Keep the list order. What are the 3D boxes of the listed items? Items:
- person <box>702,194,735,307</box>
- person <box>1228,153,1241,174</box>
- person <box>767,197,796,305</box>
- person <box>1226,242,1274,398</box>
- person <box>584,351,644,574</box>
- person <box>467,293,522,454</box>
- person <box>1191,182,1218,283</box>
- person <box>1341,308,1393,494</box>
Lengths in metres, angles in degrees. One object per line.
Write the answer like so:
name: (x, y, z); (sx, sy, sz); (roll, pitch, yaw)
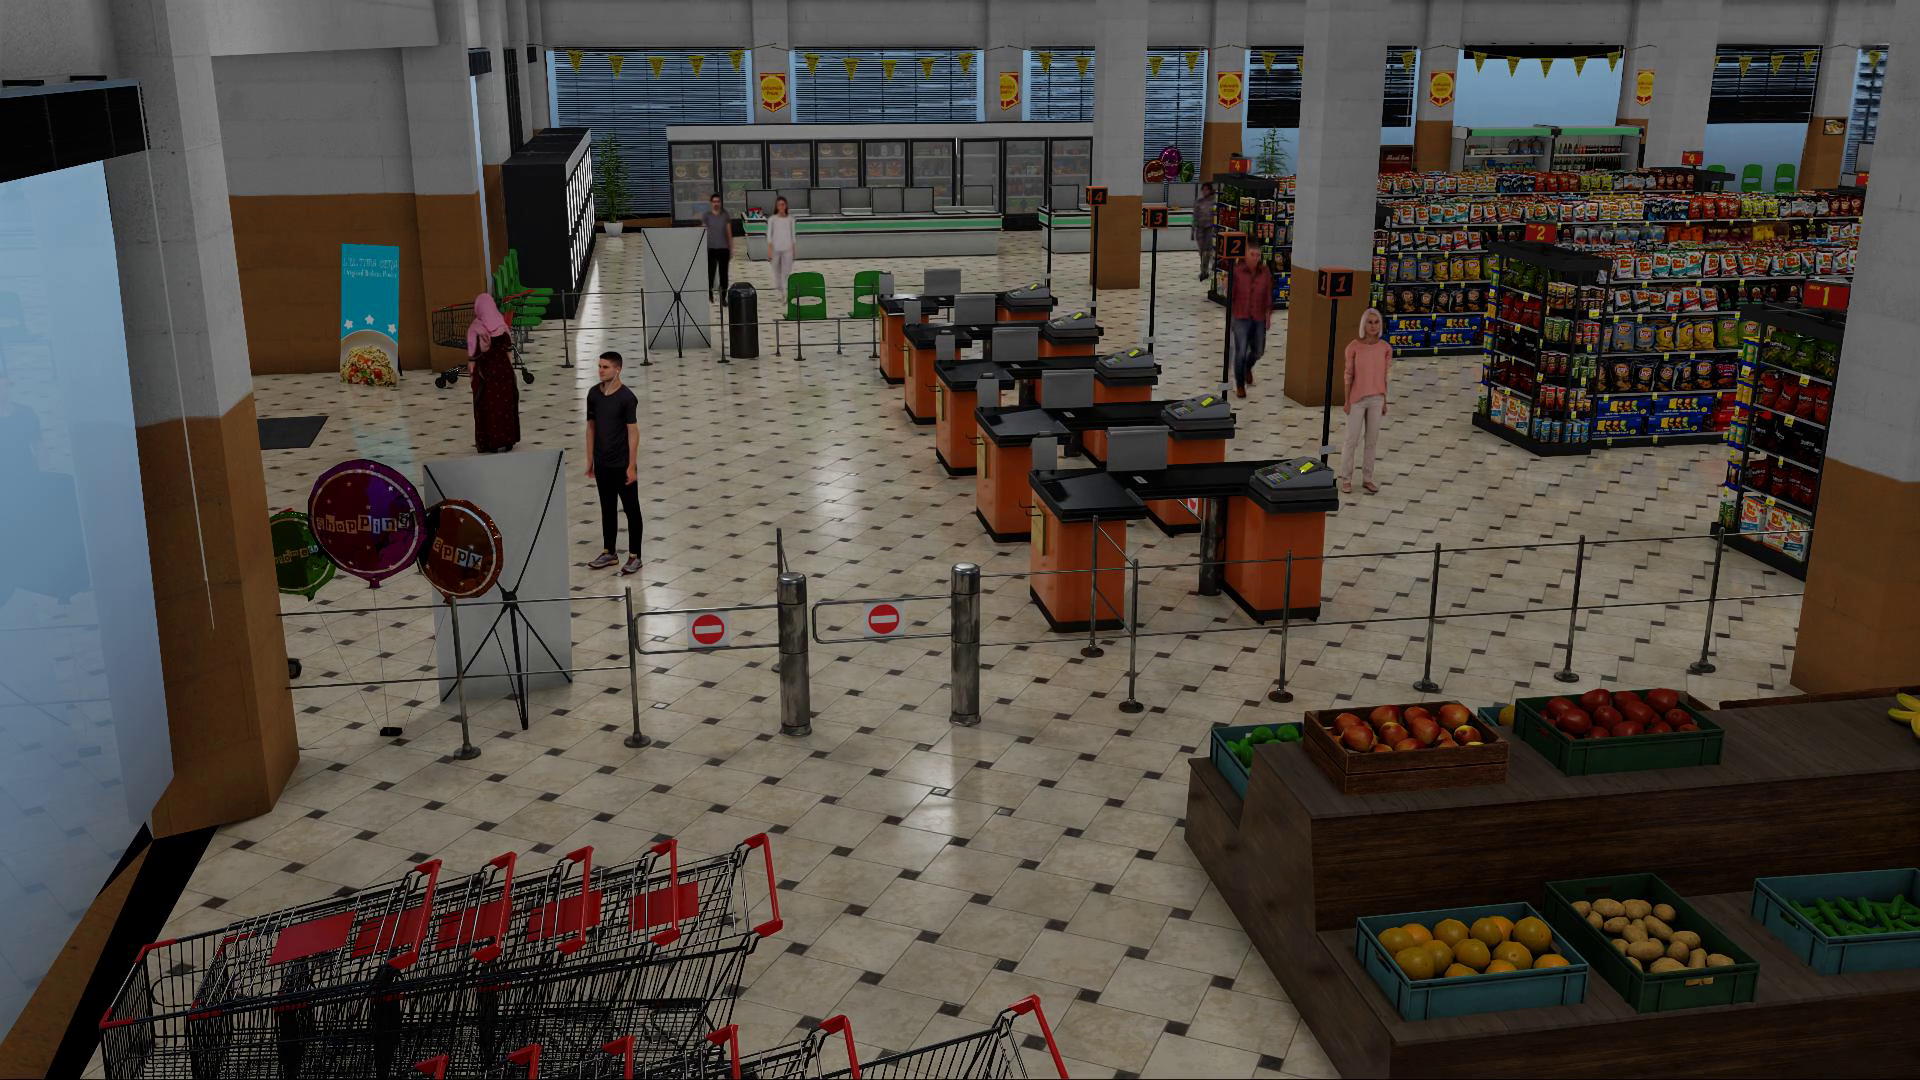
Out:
person: (-3.824, -4.577, 26.241); (0.695, 1.743, 0.738); (-5, 18, -16)
person: (6.024, -7.567, 36.222); (0.657, 1.665, 0.773); (-13, 21, -36)
person: (-2.848, -4.587, 26.436); (1.037, 1.649, 0.701); (-2, 17, -5)
person: (3.405, -2.623, 19.684); (0.871, 1.813, 0.825); (0, 17, 0)
person: (-2.729, -0.624, 13.184); (0.683, 1.764, 0.780); (8, 19, 24)
person: (-4.776, -1.711, 16.982); (0.689, 1.638, 0.815); (-11, 20, -33)
person: (4.260, -5.296, 28.729); (1.116, 1.673, 1.016); (6, 18, 18)
person: (3.779, -1.309, 15.507); (0.468, 1.726, 0.666); (-2, 17, -6)
